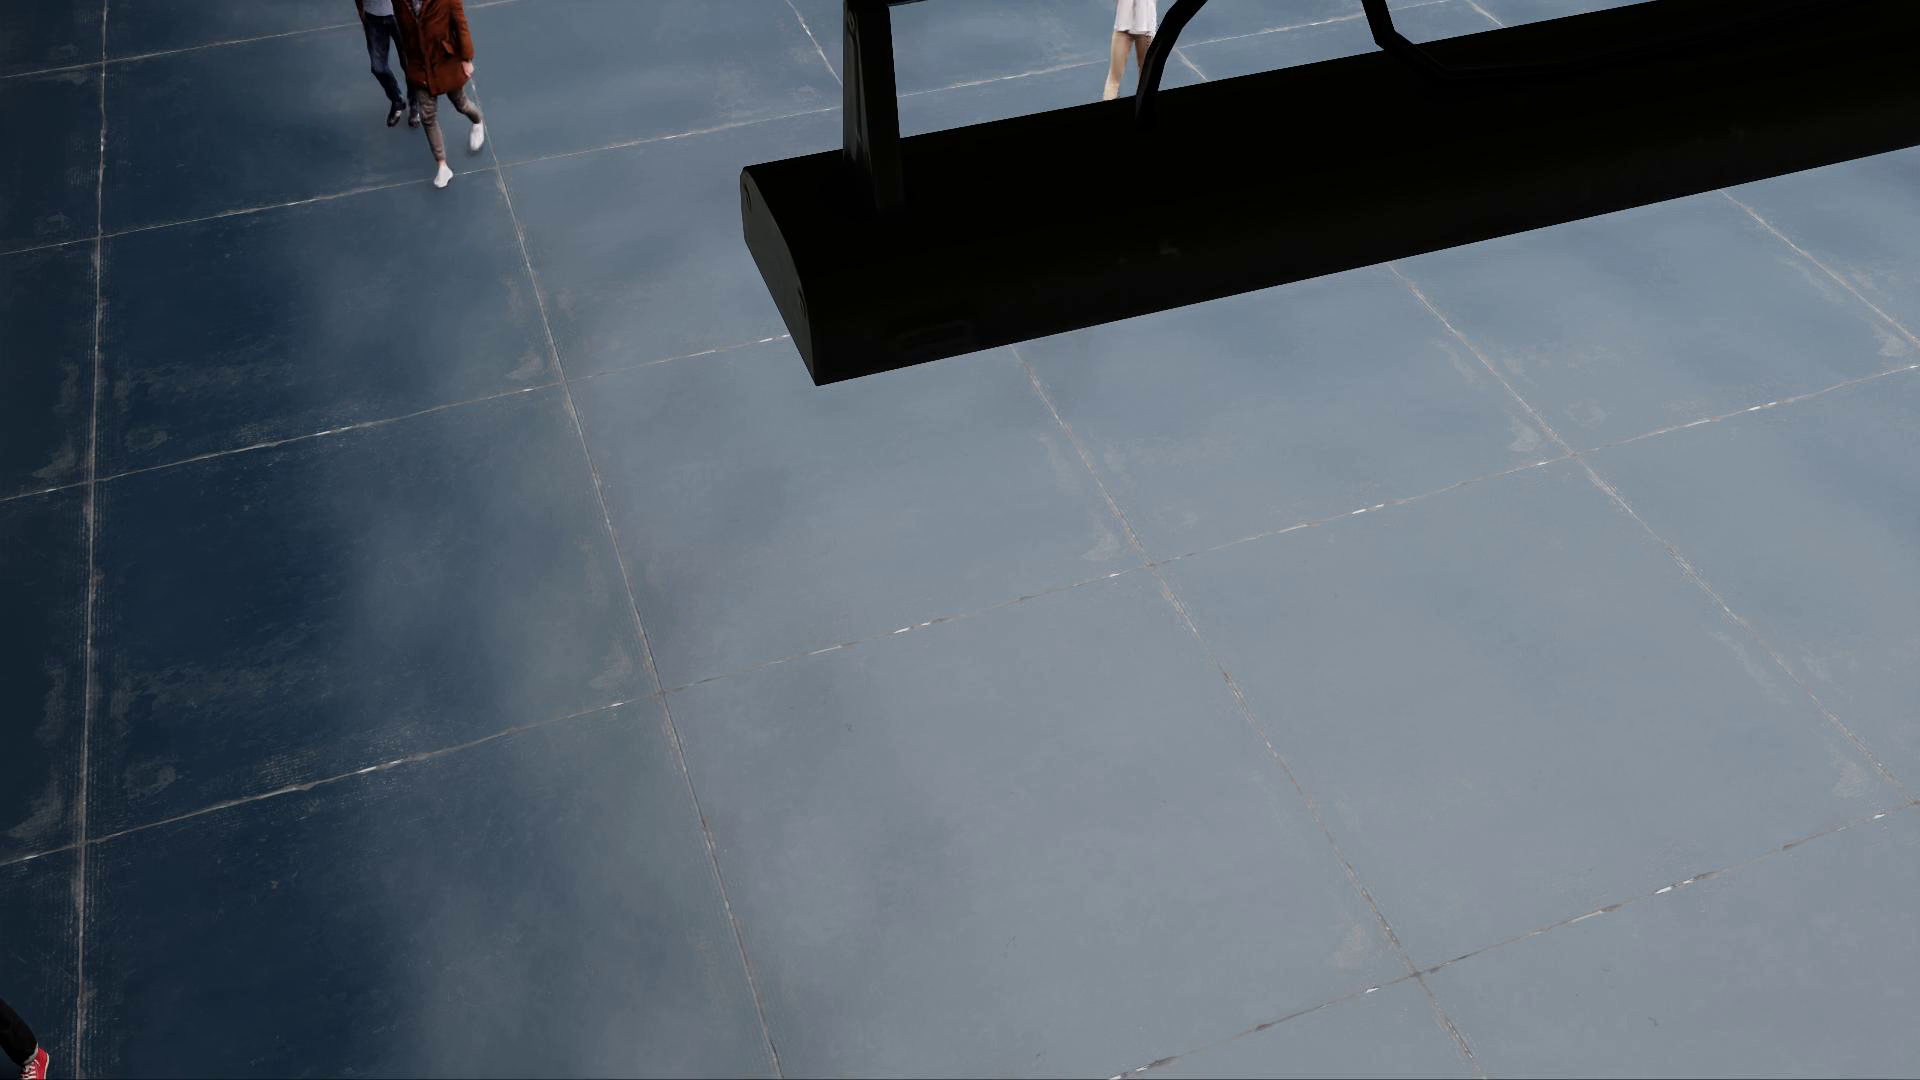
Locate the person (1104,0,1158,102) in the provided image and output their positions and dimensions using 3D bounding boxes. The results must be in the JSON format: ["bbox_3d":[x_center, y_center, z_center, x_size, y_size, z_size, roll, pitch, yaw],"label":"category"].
[{"bbox_3d":[1.392,-4.016,13.250,1.090,1.641,0.884,-11,44,-12],"label":"person"}]

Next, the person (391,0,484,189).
[{"bbox_3d":[-3.991,-3.693,12.782,0.986,1.808,1.228,1,43,1],"label":"person"}]

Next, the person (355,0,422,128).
[{"bbox_3d":[-4.564,-4.246,13.340,0.697,1.855,0.697,-2,43,-3],"label":"person"}]
